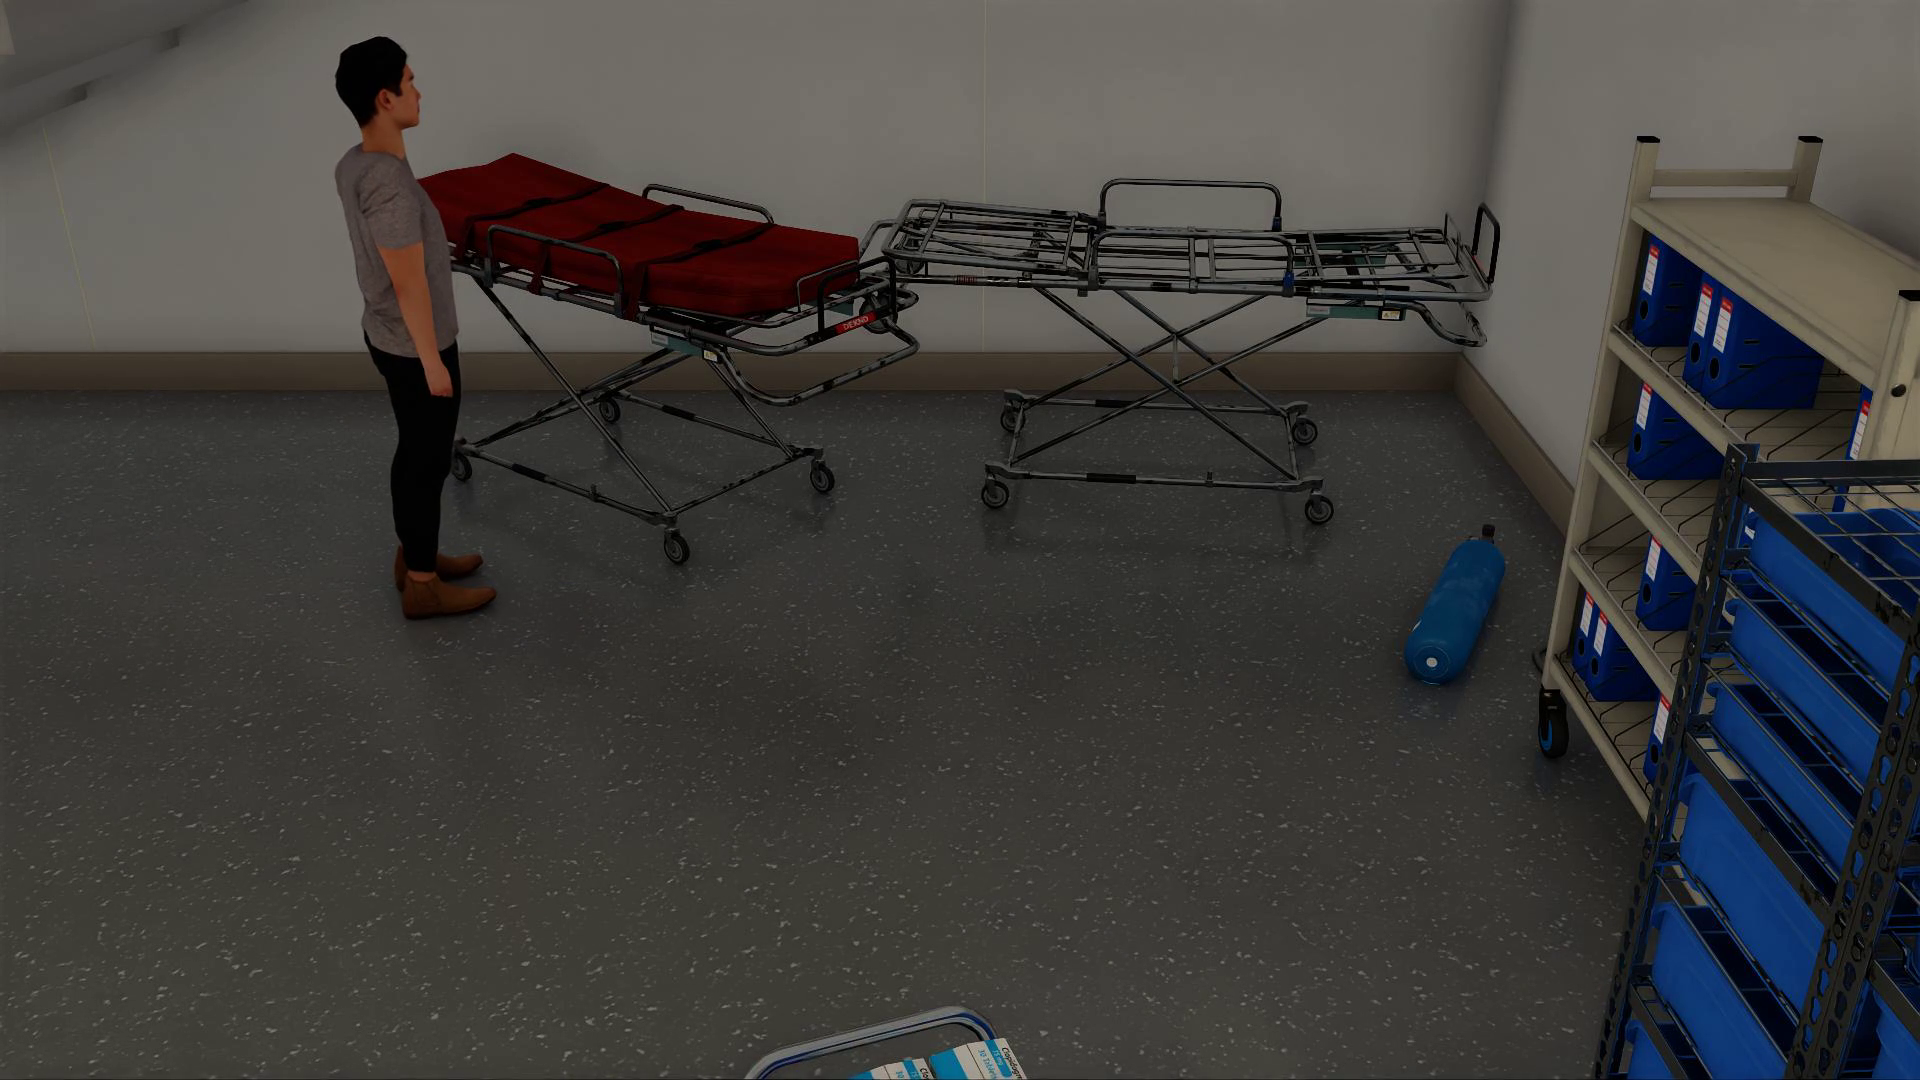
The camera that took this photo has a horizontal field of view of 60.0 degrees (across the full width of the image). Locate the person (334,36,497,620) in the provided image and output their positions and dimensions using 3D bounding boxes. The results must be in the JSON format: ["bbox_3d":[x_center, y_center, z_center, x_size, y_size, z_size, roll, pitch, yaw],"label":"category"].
[{"bbox_3d":[-1.646,-0.607,4.956,0.661,1.716,0.669,-12,28,-23],"label":"person"}]
